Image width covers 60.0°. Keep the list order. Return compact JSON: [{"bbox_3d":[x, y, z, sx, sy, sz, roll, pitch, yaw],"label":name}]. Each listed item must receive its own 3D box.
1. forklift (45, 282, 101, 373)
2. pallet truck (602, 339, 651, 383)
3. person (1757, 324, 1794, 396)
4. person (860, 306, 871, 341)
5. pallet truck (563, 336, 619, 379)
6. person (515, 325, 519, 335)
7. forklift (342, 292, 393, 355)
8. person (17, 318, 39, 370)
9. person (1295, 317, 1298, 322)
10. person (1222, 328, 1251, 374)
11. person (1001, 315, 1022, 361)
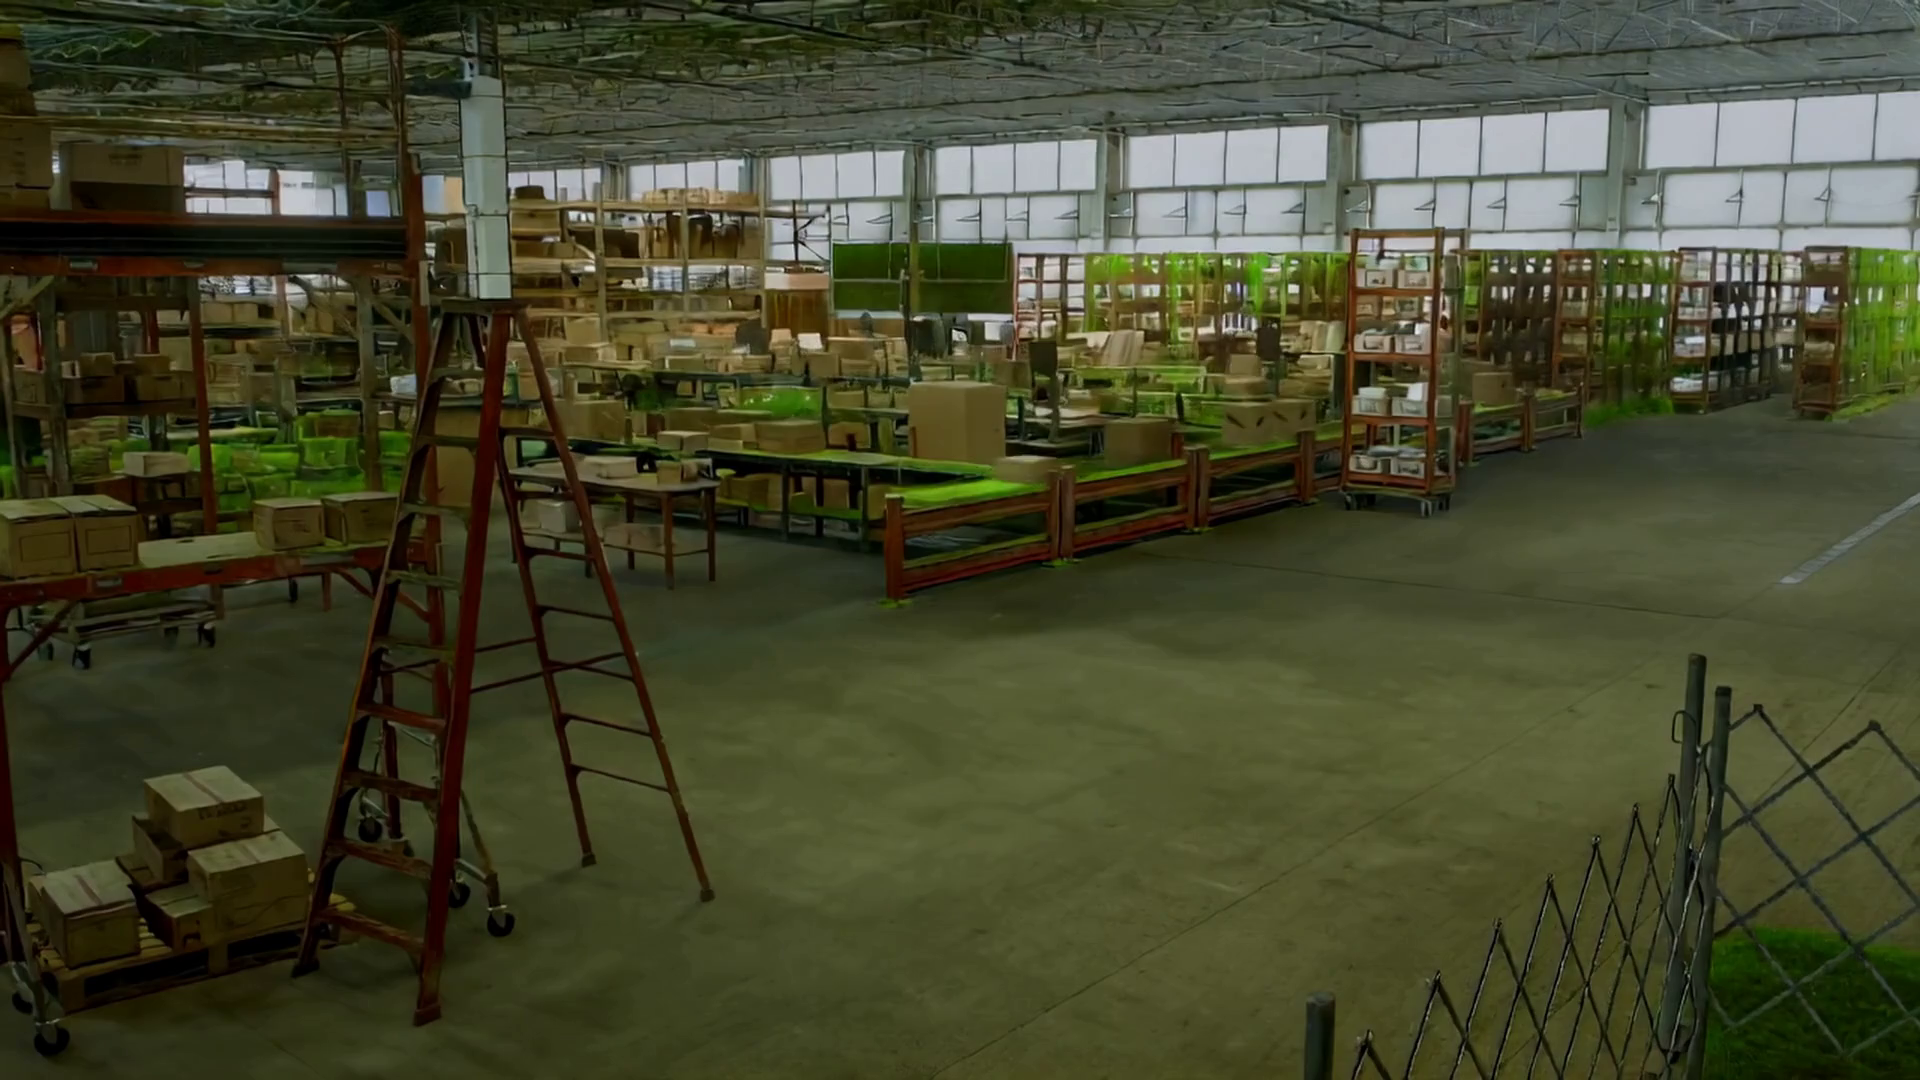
[{"bbox_3d":[-22.618,-5.296,43.082,1.873,2.768,1.129,0,9,0],"label":"forklift"},{"bbox_3d":[-8.991,-4.871,45.351,0.653,1.274,1.630,7,11,37],"label":"pallet truck"},{"bbox_3d":[20.315,-4.458,41.268,1.012,1.779,0.579,6,11,33],"label":"person"},{"bbox_3d":[-3.774,-8.511,66.745,0.491,1.721,0.676,-3,9,-16],"label":"person"},{"bbox_3d":[-10.690,-5.294,48.215,1.601,1.201,0.680,-5,10,-26],"label":"pallet truck"},{"bbox_3d":[-13.077,-5.591,48.958,0.875,1.576,0.509,-6,11,-33],"label":"person"},{"bbox_3d":[-16.485,-5.622,45.120,1.129,2.768,1.873,7,11,37],"label":"forklift"},{"bbox_3d":[-23.986,-4.757,42.767,0.597,1.903,0.667,2,9,14],"label":"person"},{"bbox_3d":[10.305,-6.043,50.560,0.422,1.983,0.609,7,11,35],"label":"person"},{"bbox_3d":[6.296,-3.925,37.924,0.640,1.793,0.547,-5,10,-28],"label":"person"},{"bbox_3d":[1.486,-5.567,47.998,0.663,1.855,1.007,3,10,19],"label":"person"}]
